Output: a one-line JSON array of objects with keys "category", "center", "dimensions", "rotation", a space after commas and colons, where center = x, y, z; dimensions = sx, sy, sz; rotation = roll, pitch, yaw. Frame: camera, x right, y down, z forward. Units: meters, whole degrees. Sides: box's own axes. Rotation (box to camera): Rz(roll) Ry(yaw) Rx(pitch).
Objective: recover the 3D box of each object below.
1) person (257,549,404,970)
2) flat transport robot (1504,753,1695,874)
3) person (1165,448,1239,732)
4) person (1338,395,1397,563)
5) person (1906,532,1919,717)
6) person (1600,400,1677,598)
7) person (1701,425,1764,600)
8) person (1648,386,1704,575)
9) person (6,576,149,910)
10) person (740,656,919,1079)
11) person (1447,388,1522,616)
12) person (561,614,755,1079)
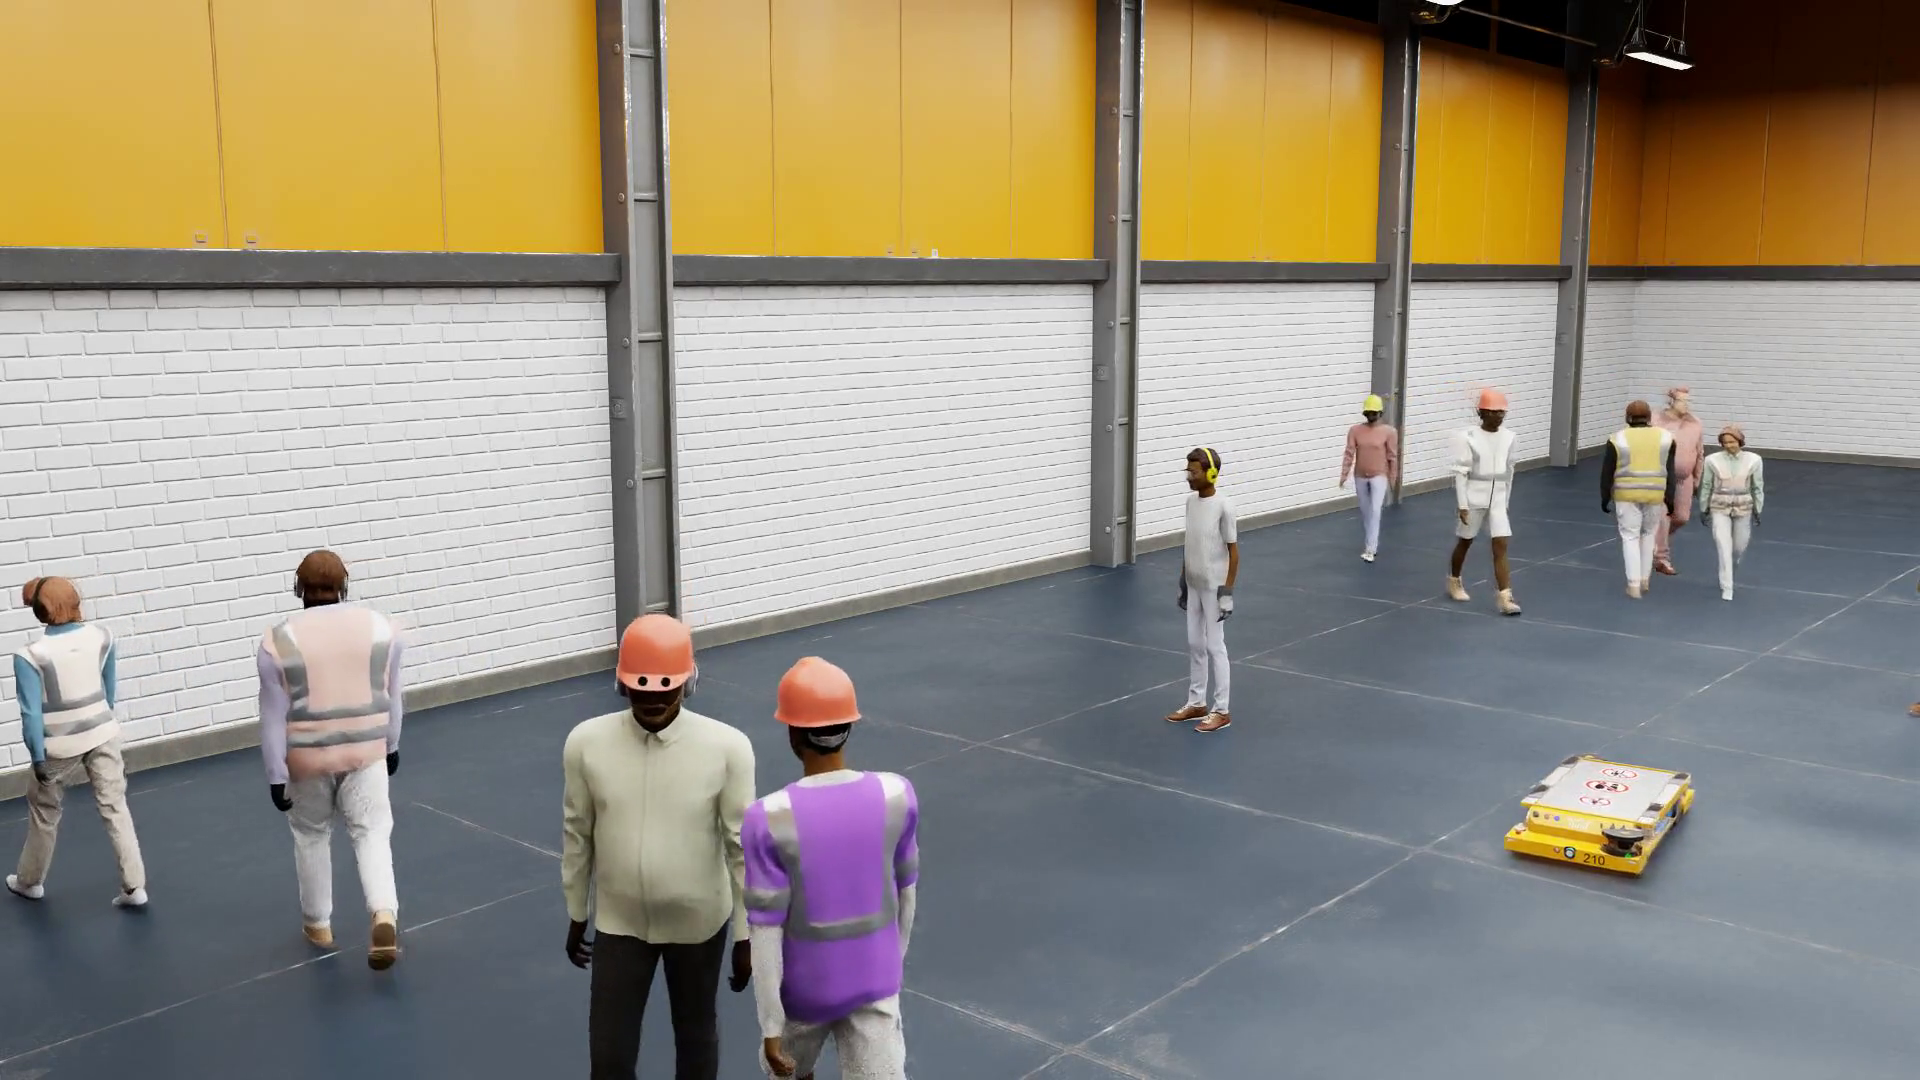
[{"category": "person", "center": [-2.682, 0.943, 7.172], "dimensions": [0.619, 1.813, 0.817], "rotation": [-6, 11, -32]}, {"category": "flat transport robot", "center": [3.451, 1.432, 8.904], "dimensions": [0.652, 0.197, 1.431], "rotation": [6, 11, 33]}, {"category": "person", "center": [1.605, 0.321, 10.895], "dimensions": [0.309, 1.864, 0.535], "rotation": [-5, 10, -29]}, {"category": "person", "center": [4.217, -0.630, 17.255], "dimensions": [0.545, 1.732, 0.807], "rotation": [6, 11, 33]}, {"category": "person", "center": [6.817, 0.246, 11.227], "dimensions": [0.787, 1.915, 0.634], "rotation": [-4, 10, -24]}, {"category": "person", "center": [6.309, -0.398, 15.560], "dimensions": [0.642, 1.814, 0.756], "rotation": [1, 9, 8]}, {"category": "person", "center": [7.161, -0.274, 15.452], "dimensions": [0.528, 1.611, 0.657], "rotation": [3, 10, 19]}, {"category": "person", "center": [7.125, -0.624, 16.756], "dimensions": [0.648, 1.891, 0.716], "rotation": [-1, 9, -5]}, {"category": "person", "center": [-4.173, 0.949, 7.801], "dimensions": [0.834, 1.595, 0.518], "rotation": [6, 11, 32]}, {"category": "person", "center": [-0.365, 1.278, 4.852], "dimensions": [0.548, 1.890, 1.012], "rotation": [-3, 10, -19]}, {"category": "person", "center": [4.670, -0.357, 14.808], "dimensions": [0.621, 1.991, 1.074], "rotation": [-2, 9, -10]}, {"category": "person", "center": [-0.931, 1.204, 5.057], "dimensions": [0.640, 1.956, 0.871], "rotation": [0, 9, 0]}]
